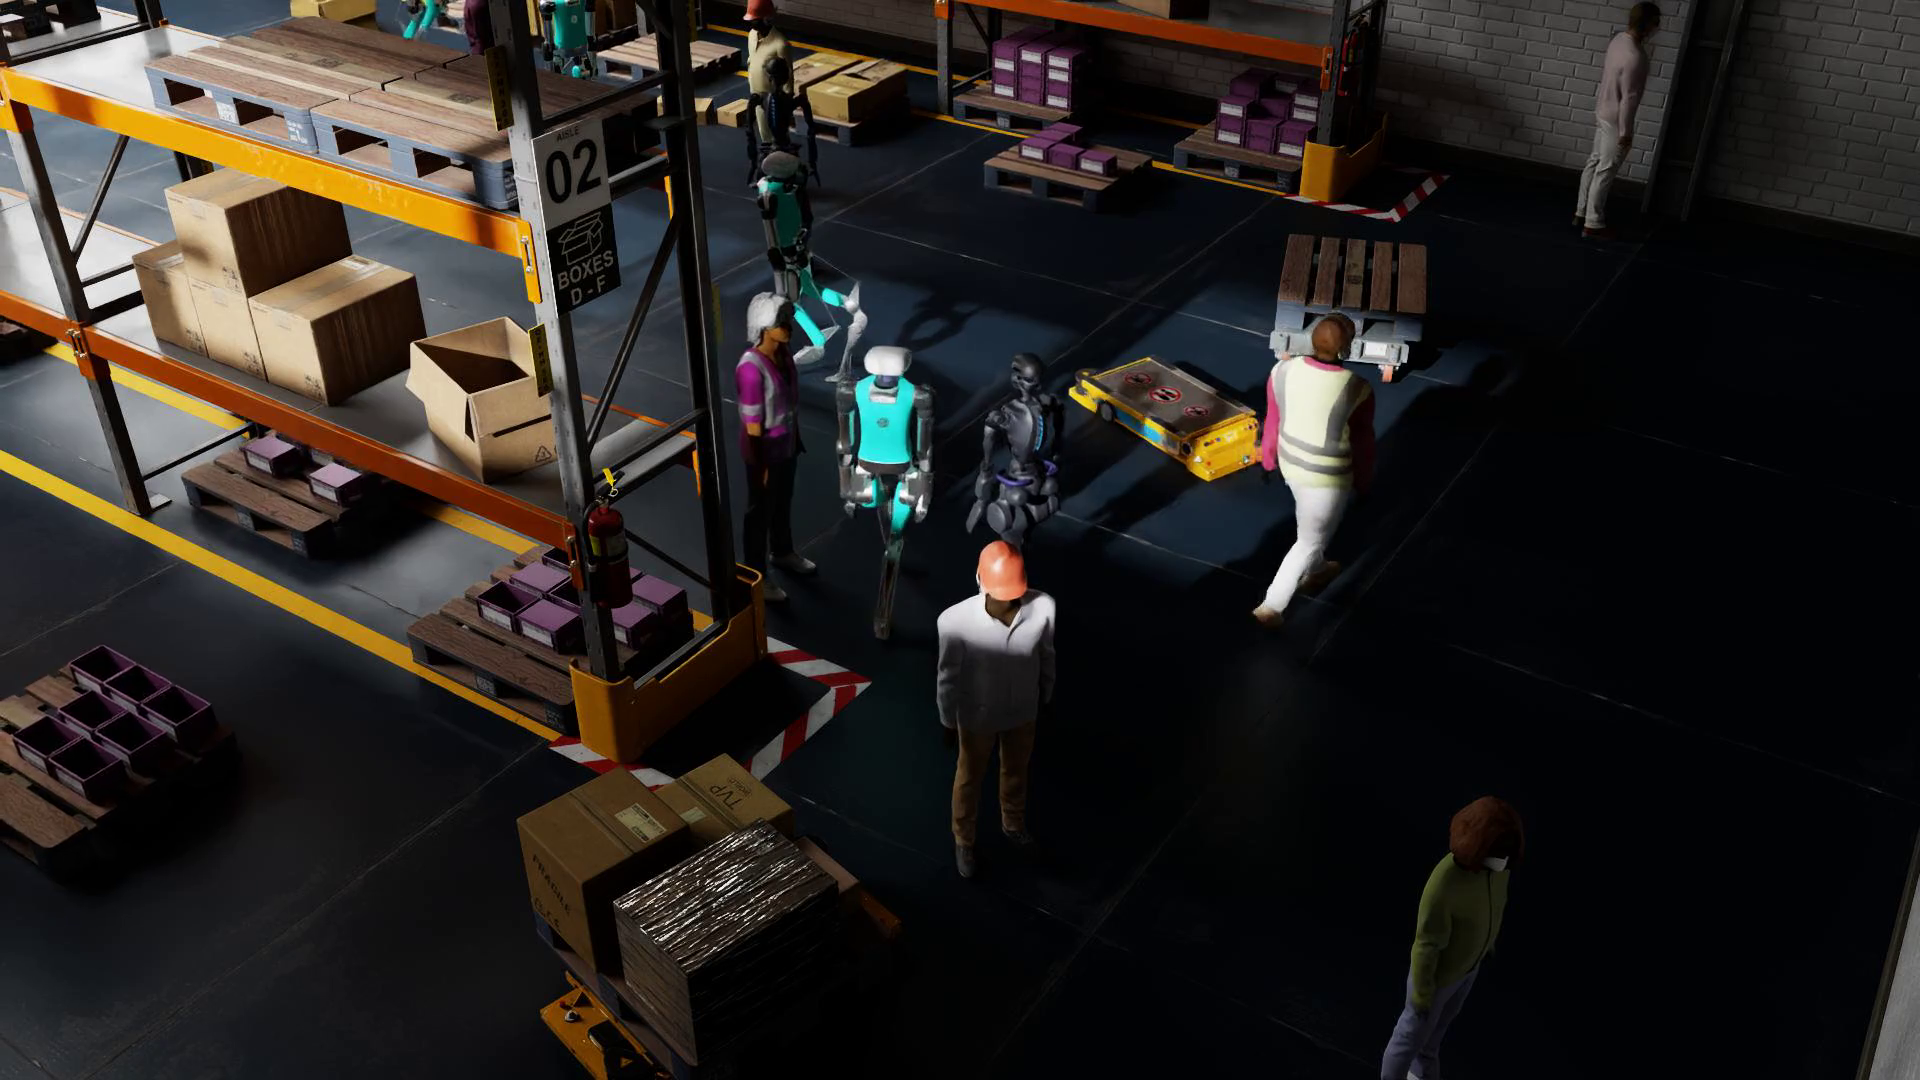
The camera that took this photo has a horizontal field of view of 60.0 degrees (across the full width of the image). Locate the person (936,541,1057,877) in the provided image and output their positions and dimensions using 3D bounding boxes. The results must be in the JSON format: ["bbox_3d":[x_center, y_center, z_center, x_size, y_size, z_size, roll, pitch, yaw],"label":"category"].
[{"bbox_3d":[0.176,0.744,7.368,0.571,1.748,0.341,-12,35,-18],"label":"person"}]

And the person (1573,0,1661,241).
[{"bbox_3d":[5.383,-3.437,13.627,0.352,1.937,0.636,3,33,4],"label":"person"}]

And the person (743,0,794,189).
[{"bbox_3d":[-1.666,-3.844,14.420,0.344,1.746,0.572,-25,41,-33],"label":"person"}]

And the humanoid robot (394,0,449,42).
[{"bbox_3d":[-5.583,-5.506,17.058,0.817,1.833,0.555,19,38,27],"label":"humanoid robot"}]

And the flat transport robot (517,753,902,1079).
[{"bbox_3d":[-0.999,1.806,7.097,1.431,0.231,0.659,-26,41,-34],"label":"flat transport robot"}]

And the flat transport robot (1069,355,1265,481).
[{"bbox_3d":[1.432,-0.852,11.183,0.659,0.231,1.431,-21,39,-29],"label":"flat transport robot"}]

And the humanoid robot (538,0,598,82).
[{"bbox_3d":[-3.597,-4.296,15.007,0.533,1.677,0.735,-26,41,-33],"label":"humanoid robot"}]

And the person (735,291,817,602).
[{"bbox_3d":[-1.041,-0.528,9.251,0.339,1.841,0.504,14,35,20],"label":"person"}]

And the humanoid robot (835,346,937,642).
[{"bbox_3d":[-0.362,-0.409,9.185,0.557,1.759,1.004,3,33,4],"label":"humanoid robot"}]

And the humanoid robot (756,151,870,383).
[{"bbox_3d":[-0.981,-1.751,11.224,1.005,1.743,0.537,7,34,10],"label":"humanoid robot"}]

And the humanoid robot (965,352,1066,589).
[{"bbox_3d":[0.287,-0.268,9.010,0.592,1.640,0.620,-22,39,-30],"label":"humanoid robot"}]

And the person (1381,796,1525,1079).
[{"bbox_3d":[1.834,1.585,6.183,0.499,1.631,0.286,-25,41,-33],"label":"person"}]

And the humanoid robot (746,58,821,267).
[{"bbox_3d":[-1.404,-2.942,13.112,0.611,1.644,0.479,5,33,8],"label":"humanoid robot"}]

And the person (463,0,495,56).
[{"bbox_3d":[-4.277,-4.320,14.984,0.434,1.943,0.494,-7,34,-11],"label":"person"}]

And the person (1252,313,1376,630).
[{"bbox_3d":[1.907,-0.370,9.036,0.904,1.806,0.636,-28,42,-36],"label":"person"}]
